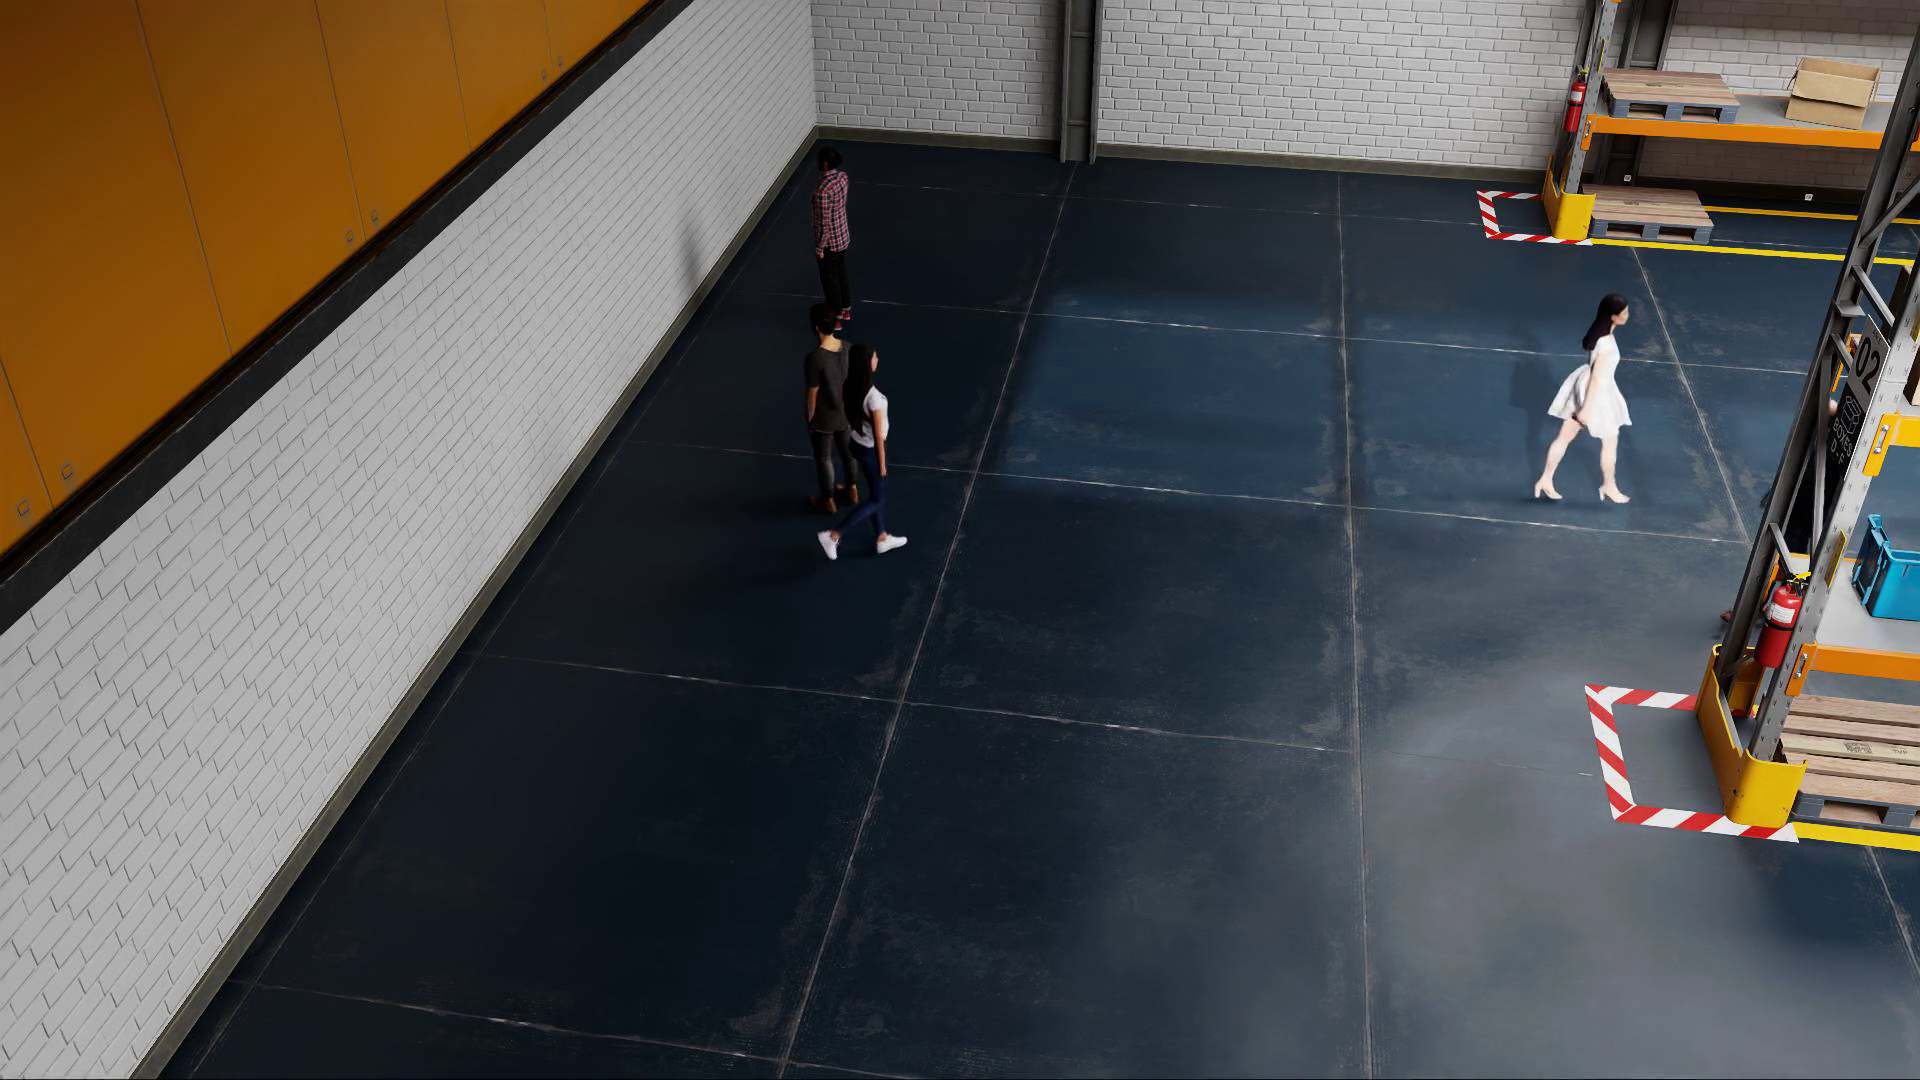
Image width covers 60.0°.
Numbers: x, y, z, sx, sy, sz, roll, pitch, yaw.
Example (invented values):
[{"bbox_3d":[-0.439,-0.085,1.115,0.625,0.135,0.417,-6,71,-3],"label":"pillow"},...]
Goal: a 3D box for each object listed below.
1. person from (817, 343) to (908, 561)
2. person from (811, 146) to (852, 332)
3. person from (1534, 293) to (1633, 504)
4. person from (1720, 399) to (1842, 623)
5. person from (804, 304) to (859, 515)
[{"bbox_3d":[-0.732,-0.593,12.053,1.058,1.757,0.950,-17,37,-24],"label":"person"},{"bbox_3d":[-1.191,-2.798,15.367,0.639,1.761,0.719,10,35,15],"label":"person"},{"bbox_3d":[4.743,-1.065,12.770,0.937,1.750,0.641,5,34,7],"label":"person"},{"bbox_3d":[5.874,-0.190,11.435,0.952,1.770,0.859,-1,34,-2],"label":"person"},{"bbox_3d":[-0.985,-0.999,12.705,0.685,1.712,0.717,-26,42,-34],"label":"person"}]
